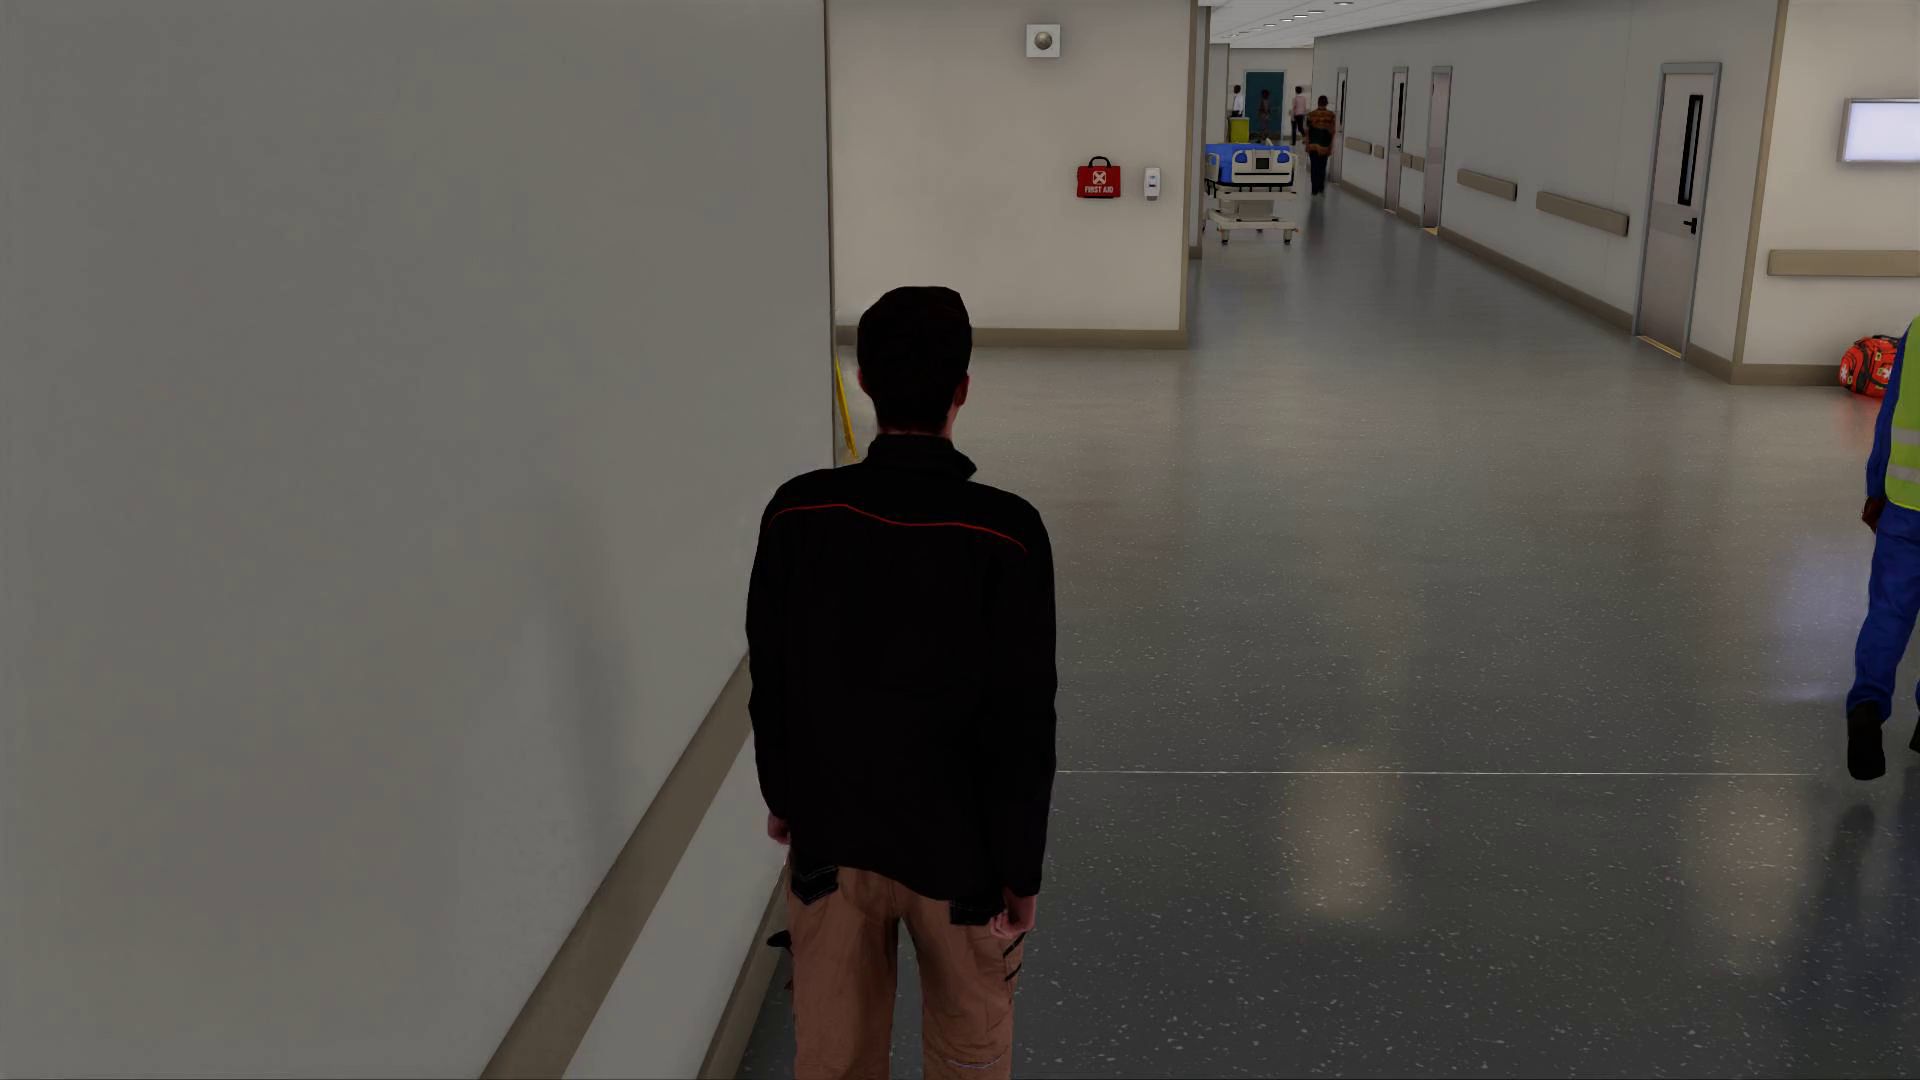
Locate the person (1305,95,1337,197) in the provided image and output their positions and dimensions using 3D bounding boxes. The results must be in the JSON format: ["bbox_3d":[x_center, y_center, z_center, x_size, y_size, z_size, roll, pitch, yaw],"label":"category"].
[{"bbox_3d":[6.511,-7.112,30.158,1.071,1.762,0.812,2,16,9],"label":"person"}]

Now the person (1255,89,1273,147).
[{"bbox_3d":[9.258,-12.718,50.276,1.117,1.675,1.020,-7,17,-22],"label":"person"}]

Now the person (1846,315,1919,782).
[{"bbox_3d":[3.098,-0.083,5.269,1.154,1.780,1.153,14,21,41],"label":"person"}]

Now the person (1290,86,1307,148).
[{"bbox_3d":[10.313,-12.859,50.569,1.087,1.788,0.971,-5,17,-19],"label":"person"}]

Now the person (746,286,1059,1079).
[{"bbox_3d":[-0.131,0.570,2.757,1.162,1.885,0.750,2,16,6],"label":"person"}]

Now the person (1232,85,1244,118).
[{"bbox_3d":[8.630,-13.192,51.668,0.618,1.834,0.694,-2,16,-8],"label":"person"}]
